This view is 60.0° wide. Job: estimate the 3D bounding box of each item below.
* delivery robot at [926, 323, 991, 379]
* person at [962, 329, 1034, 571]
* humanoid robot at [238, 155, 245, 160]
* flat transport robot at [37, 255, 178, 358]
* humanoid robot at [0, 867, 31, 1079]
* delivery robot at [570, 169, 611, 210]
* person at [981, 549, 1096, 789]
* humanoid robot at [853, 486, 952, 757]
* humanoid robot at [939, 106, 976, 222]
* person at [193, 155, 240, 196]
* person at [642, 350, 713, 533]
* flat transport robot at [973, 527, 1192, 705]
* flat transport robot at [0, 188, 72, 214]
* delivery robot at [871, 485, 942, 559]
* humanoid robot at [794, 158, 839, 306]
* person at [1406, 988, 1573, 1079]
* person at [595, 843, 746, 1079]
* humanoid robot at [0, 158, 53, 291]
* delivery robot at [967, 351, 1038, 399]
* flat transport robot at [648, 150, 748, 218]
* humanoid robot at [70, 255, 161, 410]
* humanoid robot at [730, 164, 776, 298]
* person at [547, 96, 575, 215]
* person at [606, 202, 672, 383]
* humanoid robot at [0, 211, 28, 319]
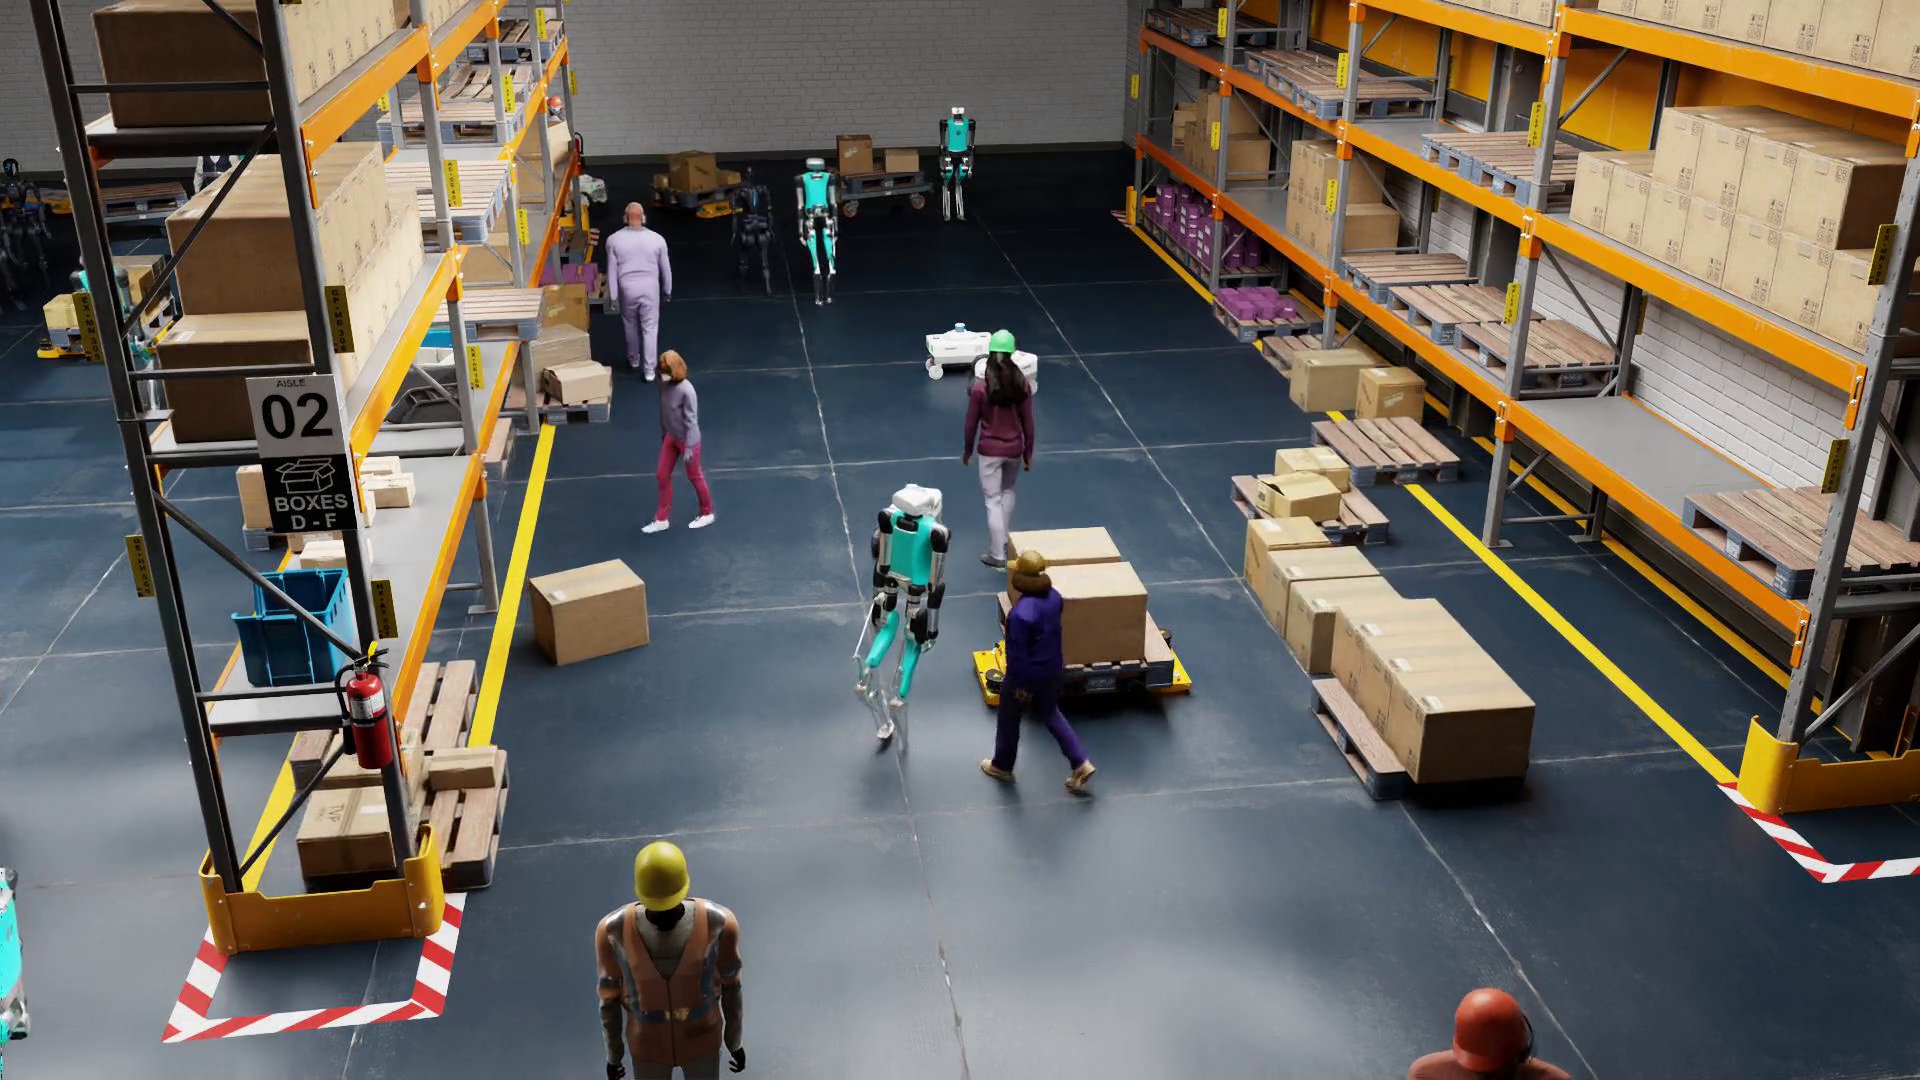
[{"bbox_3d":[0.001,-2.052,17.962,0.739,0.566,0.499,-3,24,-8],"label":"delivery robot"},{"bbox_3d":[0.301,-0.736,13.302,0.518,1.913,0.689,-7,25,-15],"label":"person"},{"bbox_3d":[-11.018,-5.902,25.326,0.854,1.778,0.538,20,31,38],"label":"humanoid robot"},{"bbox_3d":[-9.596,-2.273,18.857,1.431,0.231,0.659,-3,24,-8],"label":"flat transport robot"},{"bbox_3d":[-4.246,2.127,7.042,0.857,1.789,0.541,-3,24,-7],"label":"humanoid robot"},{"bbox_3d":[-5.821,-5.414,25.638,0.769,0.580,0.499,13,27,28],"label":"delivery robot"},{"bbox_3d":[0.487,0.805,10.175,0.715,1.592,0.450,19,30,36],"label":"person"},{"bbox_3d":[-0.444,0.633,10.555,0.561,1.902,0.724,16,28,33],"label":"humanoid robot"},{"bbox_3d":[-0.075,-5.512,24.242,0.533,1.677,0.735,-3,24,-8],"label":"humanoid robot"},{"bbox_3d":[-10.013,-4.727,22.592,0.768,1.757,0.429,-4,24,-8],"label":"person"},{"bbox_3d":[-2.401,-0.811,13.848,0.724,1.598,0.549,-21,31,-39],"label":"person"},{"bbox_3d":[0.846,0.881,11.670,1.431,0.231,0.659,-3,24,-8],"label":"flat transport robot"},{"bbox_3d":[-13.997,-5.206,25.539,1.431,0.231,0.659,8,25,19],"label":"flat transport robot"},{"bbox_3d":[-0.394,-0.170,13.692,0.499,0.580,0.756,7,25,15],"label":"delivery robot"},{"bbox_3d":[-1.685,-3.728,20.340,0.531,1.772,0.746,-8,25,-18],"label":"humanoid robot"},{"bbox_3d":[1.909,2.400,6.123,0.654,1.959,0.593,5,24,10],"label":"person"},{"bbox_3d":[-1.182,2.074,6.894,0.592,1.924,0.369,-4,24,-8],"label":"person"},{"bbox_3d":[-11.796,-3.982,20.980,0.599,1.657,0.315,-3,24,-8],"label":"humanoid robot"},{"bbox_3d":[0.470,-1.708,17.200,0.499,0.585,0.777,18,30,36],"label":"delivery robot"},{"bbox_3d":[-4.024,-5.148,25.405,1.431,0.231,0.659,22,32,40],"label":"flat transport robot"},{"bbox_3d":[-8.325,-2.065,16.561,0.532,1.760,0.809,-1,24,-3],"label":"humanoid robot"},{"bbox_3d":[-2.600,-3.881,20.816,0.591,1.626,0.745,-12,26,-25],"label":"humanoid robot"},{"bbox_3d":[-6.020,-5.787,25.013,0.571,1.748,0.340,14,27,29],"label":"person"},{"bbox_3d":[-3.416,-2.676,17.778,0.669,1.867,0.911,-4,24,-9],"label":"person"},{"bbox_3d":[-11.604,-3.487,19.910,0.591,1.644,0.572,-6,24,-13],"label":"humanoid robot"}]
